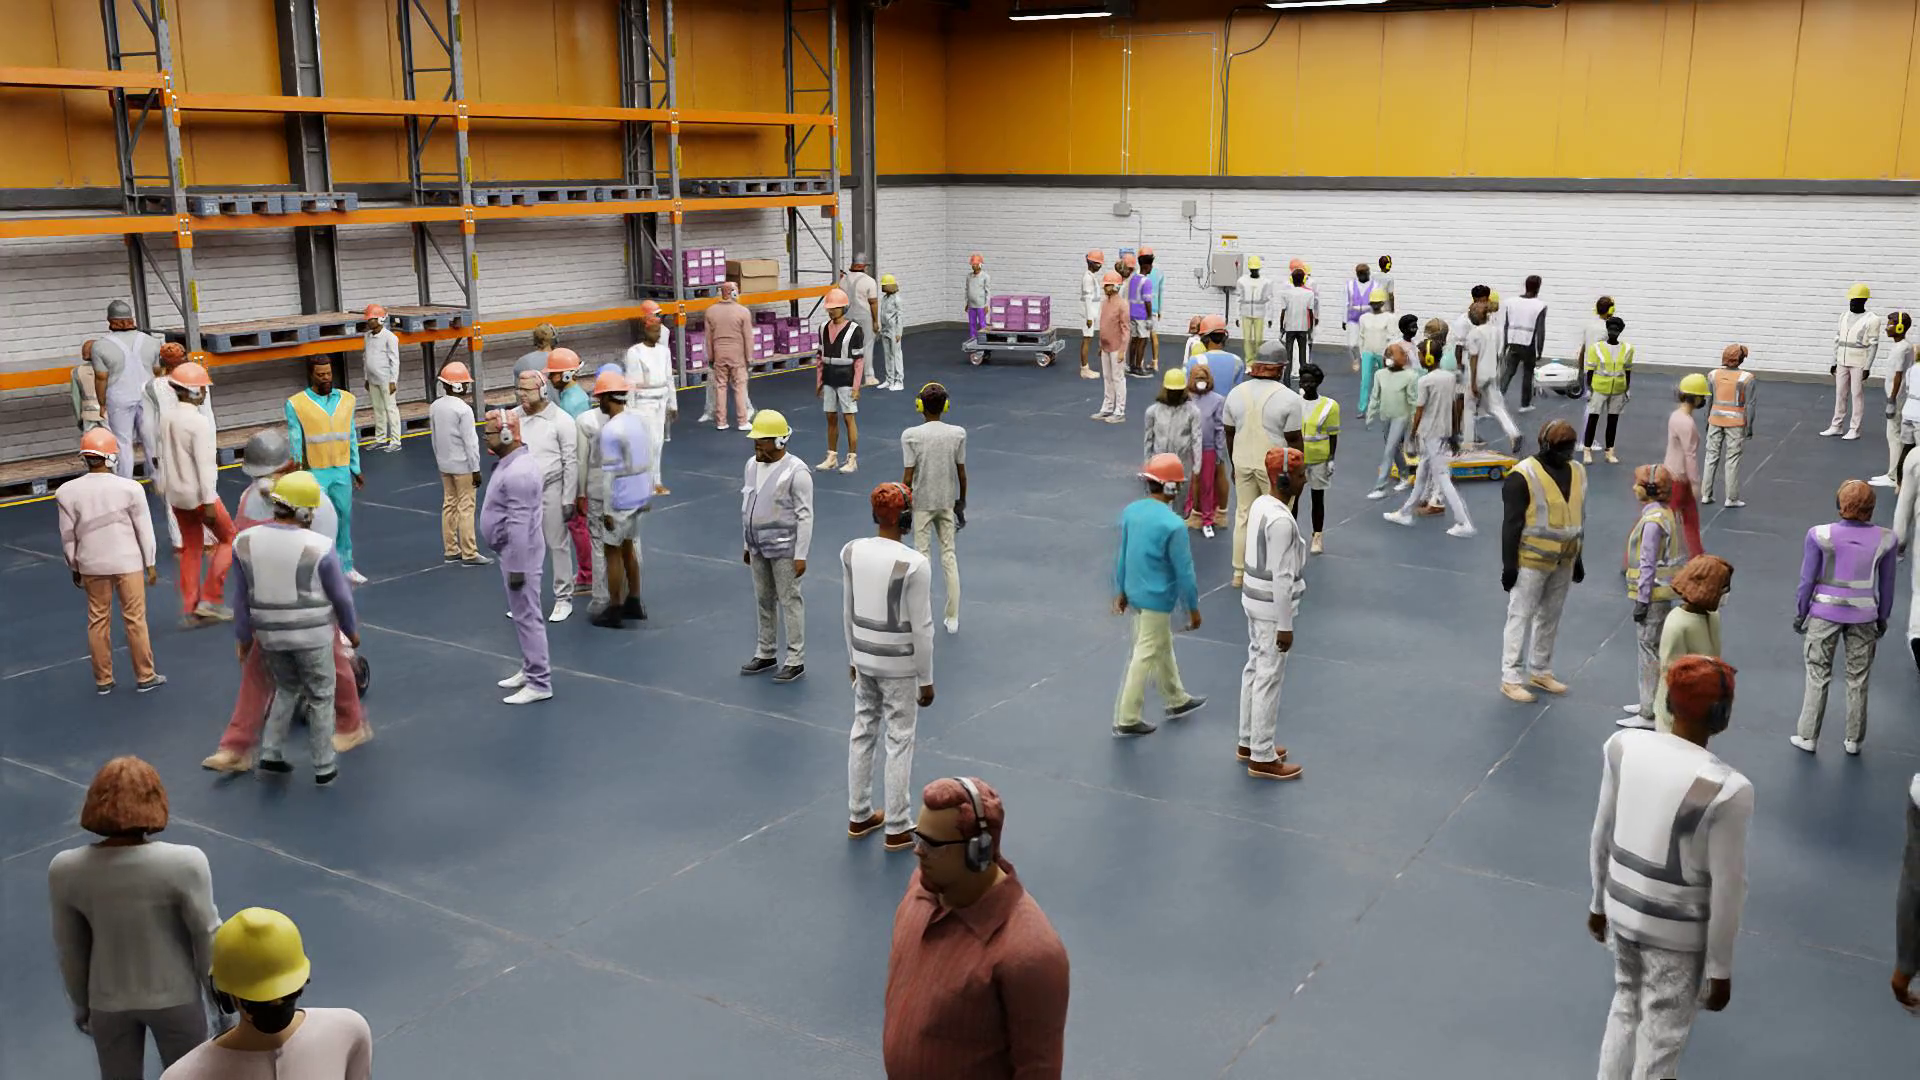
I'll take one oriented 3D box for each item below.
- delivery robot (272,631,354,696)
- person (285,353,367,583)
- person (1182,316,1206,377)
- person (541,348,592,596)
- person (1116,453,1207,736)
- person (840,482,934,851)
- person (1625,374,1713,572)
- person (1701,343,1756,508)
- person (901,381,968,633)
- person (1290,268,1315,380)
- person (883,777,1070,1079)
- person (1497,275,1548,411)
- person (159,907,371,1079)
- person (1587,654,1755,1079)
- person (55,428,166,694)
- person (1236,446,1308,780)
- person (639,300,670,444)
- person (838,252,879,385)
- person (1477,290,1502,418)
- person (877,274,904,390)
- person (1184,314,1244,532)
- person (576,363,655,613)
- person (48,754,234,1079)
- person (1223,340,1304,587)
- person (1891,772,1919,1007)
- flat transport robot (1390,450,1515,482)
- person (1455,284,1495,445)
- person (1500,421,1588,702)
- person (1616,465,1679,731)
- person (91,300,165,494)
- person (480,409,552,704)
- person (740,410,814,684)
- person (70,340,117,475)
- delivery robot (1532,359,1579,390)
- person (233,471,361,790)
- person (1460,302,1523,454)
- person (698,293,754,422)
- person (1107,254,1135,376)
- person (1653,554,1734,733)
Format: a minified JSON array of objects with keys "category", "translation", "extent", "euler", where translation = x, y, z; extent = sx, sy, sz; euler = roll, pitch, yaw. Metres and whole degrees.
[{"category":"delivery robot","translation":[-4.145,0.763,10.547],"extent":[0.477,0.478,0.707],"euler":[1,13,5]},{"category":"person","translation":[-5.149,-0.563,13.516],"extent":[0.383,1.918,0.597],"euler":[10,16,38]},{"category":"person","translation":[2.775,-1.831,19.649],"extent":[0.313,1.634,0.514],"euler":[0,13,0]},{"category":"person","translation":[-3.100,-0.546,13.306],"extent":[0.405,1.986,0.621],"euler":[-2,13,-7]},{"category":"person","translation":[1.286,0.323,10.093],"extent":[0.815,1.716,0.596],"euler":[-6,14,-25]},{"category":"person","translation":[-0.364,0.635,8.419],"extent":[0.578,1.876,0.345],"euler":[11,17,39]},{"category":"person","translation":[5.971,-0.514,13.734],"extent":[0.818,1.723,0.533],"euler":[4,14,16]},{"category":"person","translation":[7.682,-1.142,16.640],"extent":[0.307,1.641,0.514],"euler":[-10,16,-37]},{"category":"person","translation":[-0.201,-0.227,12.166],"extent":[0.533,1.870,0.315],"euler":[-5,14,-19]},{"category":"person","translation":[5.322,-3.397,26.168],"extent":[0.327,1.752,0.561],"euler":[12,18,43]},{"category":"person","translation":[-0.006,1.536,4.436],"extent":[0.404,1.911,0.636],"euler":[-8,15,-32]},{"category":"person","translation":[7.665,-2.665,22.704],"extent":[0.636,1.894,0.733],"euler":[12,18,43]},{"category":"person","translation":[-1.620,1.707,4.004],"extent":[0.309,1.769,0.525],"euler":[12,17,41]},{"category":"person","translation":[2.370,1.294,5.592],"extent":[0.433,1.871,0.601],"euler":[-6,14,-24]},{"category":"person","translation":[-5.519,0.139,10.830],"extent":[0.563,1.752,0.328],"euler":[-2,13,-9]},{"category":"person","translation":[1.768,0.403,9.402],"extent":[0.337,1.882,0.583],"euler":[-1,13,-3]},{"category":"person","translation":[-3.745,-2.052,20.340],"extent":[0.330,1.749,0.571],"euler":[3,13,12]},{"category":"person","translation":[-1.517,-3.422,25.649],"extent":[0.682,2.000,0.535],"euler":[9,16,33]},{"category":"person","translation":[6.977,-2.460,22.167],"extent":[0.411,1.730,0.485],"euler":[-5,14,-20]},{"category":"person","translation":[-1.050,-3.123,25.009],"extent":[0.323,1.741,0.490],"euler":[-9,16,-35]},{"category":"person","translation":[2.340,-1.091,15.574],"extent":[0.616,2.028,0.409],"euler":[-6,14,-25]},{"category":"person","translation":[-2.627,-0.372,12.669],"extent":[0.612,1.934,0.416],"euler":[-7,15,-27]},{"category":"person","translation":[-2.591,1.473,5.318],"extent":[0.507,1.633,0.280],"euler":[-1,13,-6]},{"category":"person","translation":[2.488,-0.601,13.413],"extent":[0.687,2.000,0.538],"euler":[11,17,39]},{"category":"person","translation":[3.334,1.364,5.305],"extent":[0.587,1.873,0.965],"euler":[1,13,2]},{"category":"flat transport robot","translation":[5.417,-0.816,18.223],"extent":[1.431,0.197,0.652],"euler":[-3,13,-14]},{"category":"person","translation":[6.219,-2.107,20.107],"extent":[0.614,1.963,0.362],"euler":[-8,15,-30]},{"category":"person","translation":[3.761,0.133,10.717],"extent":[0.658,1.830,0.461],"euler":[-6,14,-24]},{"category":"person","translation":[4.231,0.347,10.206],"extent":[0.320,1.631,0.516],"euler":[7,15,27]},{"category":"person","translation":[-8.561,-1.450,17.095],"extent":[0.537,2.000,0.683],"euler":[11,17,41]},{"category":"person","translation":[-2.872,0.098,10.705],"extent":[0.398,1.898,0.644],"euler":[-4,14,-18]},{"category":"person","translation":[-1.246,0.039,11.093],"extent":[0.600,1.831,0.404],"euler":[11,17,39]},{"category":"person","translation":[-8.787,-1.229,17.023],"extent":[0.514,1.638,0.314],"euler":[-1,13,-4]},{"category":"delivery robot","translation":[8.670,-2.398,24.259],"extent":[0.707,0.478,0.477],"euler":[-1,13,-4]},{"category":"person","translation":[-3.644,0.512,9.128],"extent":[0.641,1.798,0.444],"euler":[1,13,6]},{"category":"person","translation":[6.208,-1.873,19.485],"extent":[0.536,1.811,0.863],"euler":[-7,15,-27]},{"category":"person","translation":[-3.136,-2.427,22.071],"extent":[0.575,1.712,0.569],"euler":[5,14,22]},{"category":"person","translation":[2.669,-3.617,26.729],"extent":[0.617,1.943,1.023],"euler":[-3,13,-12]},{"category":"person","translation":[3.506,0.861,7.982],"extent":[0.500,1.626,0.307],"euler":[-12,18,-42]}]
